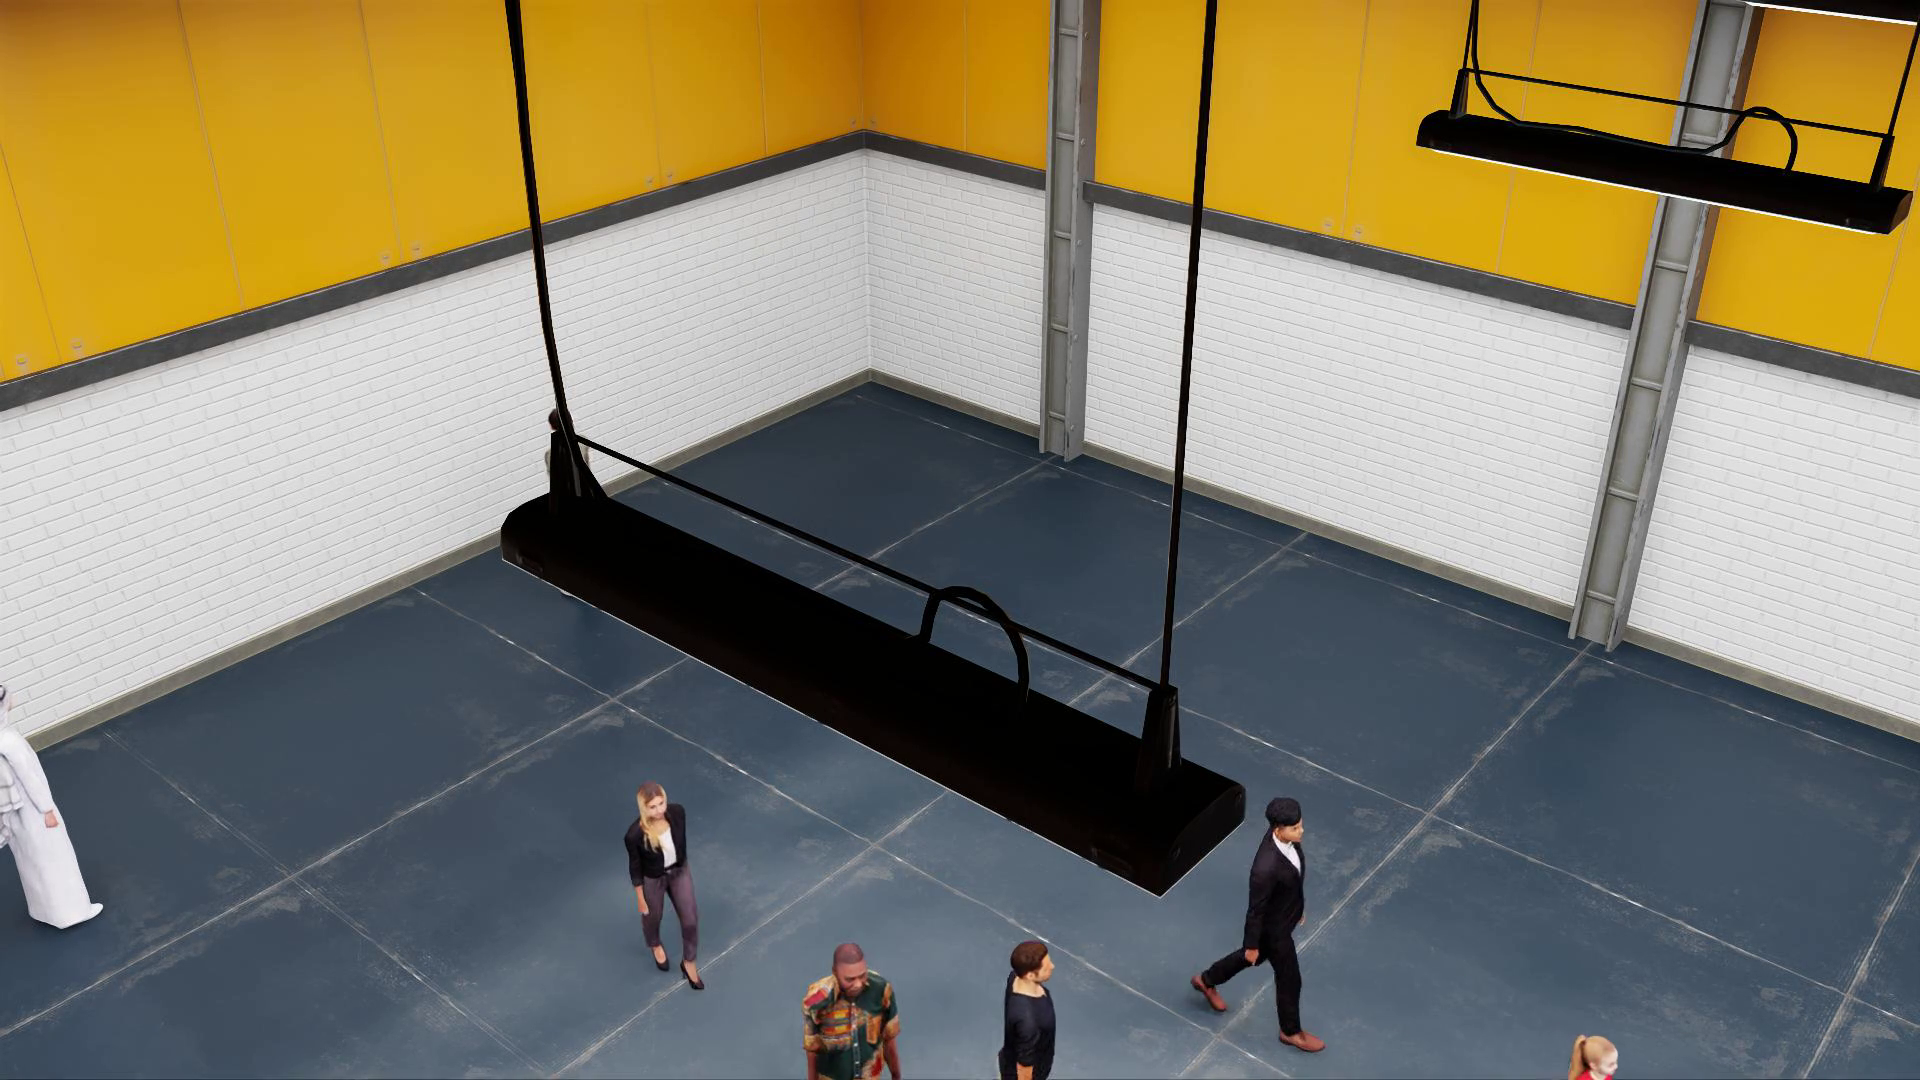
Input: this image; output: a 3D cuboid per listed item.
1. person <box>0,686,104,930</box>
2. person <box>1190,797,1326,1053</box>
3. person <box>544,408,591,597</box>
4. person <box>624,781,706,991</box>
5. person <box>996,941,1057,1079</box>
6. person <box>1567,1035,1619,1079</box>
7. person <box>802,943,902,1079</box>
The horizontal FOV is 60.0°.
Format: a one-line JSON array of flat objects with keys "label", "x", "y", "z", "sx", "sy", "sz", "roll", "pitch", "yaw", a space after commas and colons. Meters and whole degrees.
[{"label": "person", "x": -6.320, "y": 1.797, "z": 11.242, "sx": 0.634, "sy": 1.927, "sz": 0.783, "roll": 15, "pitch": 32, "yaw": 26}, {"label": "person", "x": 1.867, "y": 2.328, "z": 10.344, "sx": 1.245, "sy": 1.855, "sz": 0.919, "roll": 12, "pitch": 31, "yaw": 20}, {"label": "person", "x": -3.535, "y": -0.343, "z": 15.227, "sx": 0.638, "sy": 1.867, "sz": 0.746, "roll": 15, "pitch": 32, "yaw": 25}, {"label": "person", "x": -1.974, "y": 2.184, "z": 10.826, "sx": 0.698, "sy": 1.644, "sz": 0.816, "roll": -20, "pitch": 34, "yaw": -32}, {"label": "person", "x": 0.267, "y": 2.956, "z": 9.212, "sx": 1.075, "sy": 1.836, "sz": 1.030, "roll": -4, "pitch": 29, "yaw": -7}, {"label": "person", "x": 3.413, "y": 3.241, "z": 9.275, "sx": 0.521, "sy": 1.274, "sz": 0.488, "roll": 22, "pitch": 35, "yaw": 34}, {"label": "person", "x": -0.640, "y": 2.920, "z": 9.364, "sx": 1.087, "sy": 1.753, "sz": 1.335, "roll": -11, "pitch": 31, "yaw": -20}]
